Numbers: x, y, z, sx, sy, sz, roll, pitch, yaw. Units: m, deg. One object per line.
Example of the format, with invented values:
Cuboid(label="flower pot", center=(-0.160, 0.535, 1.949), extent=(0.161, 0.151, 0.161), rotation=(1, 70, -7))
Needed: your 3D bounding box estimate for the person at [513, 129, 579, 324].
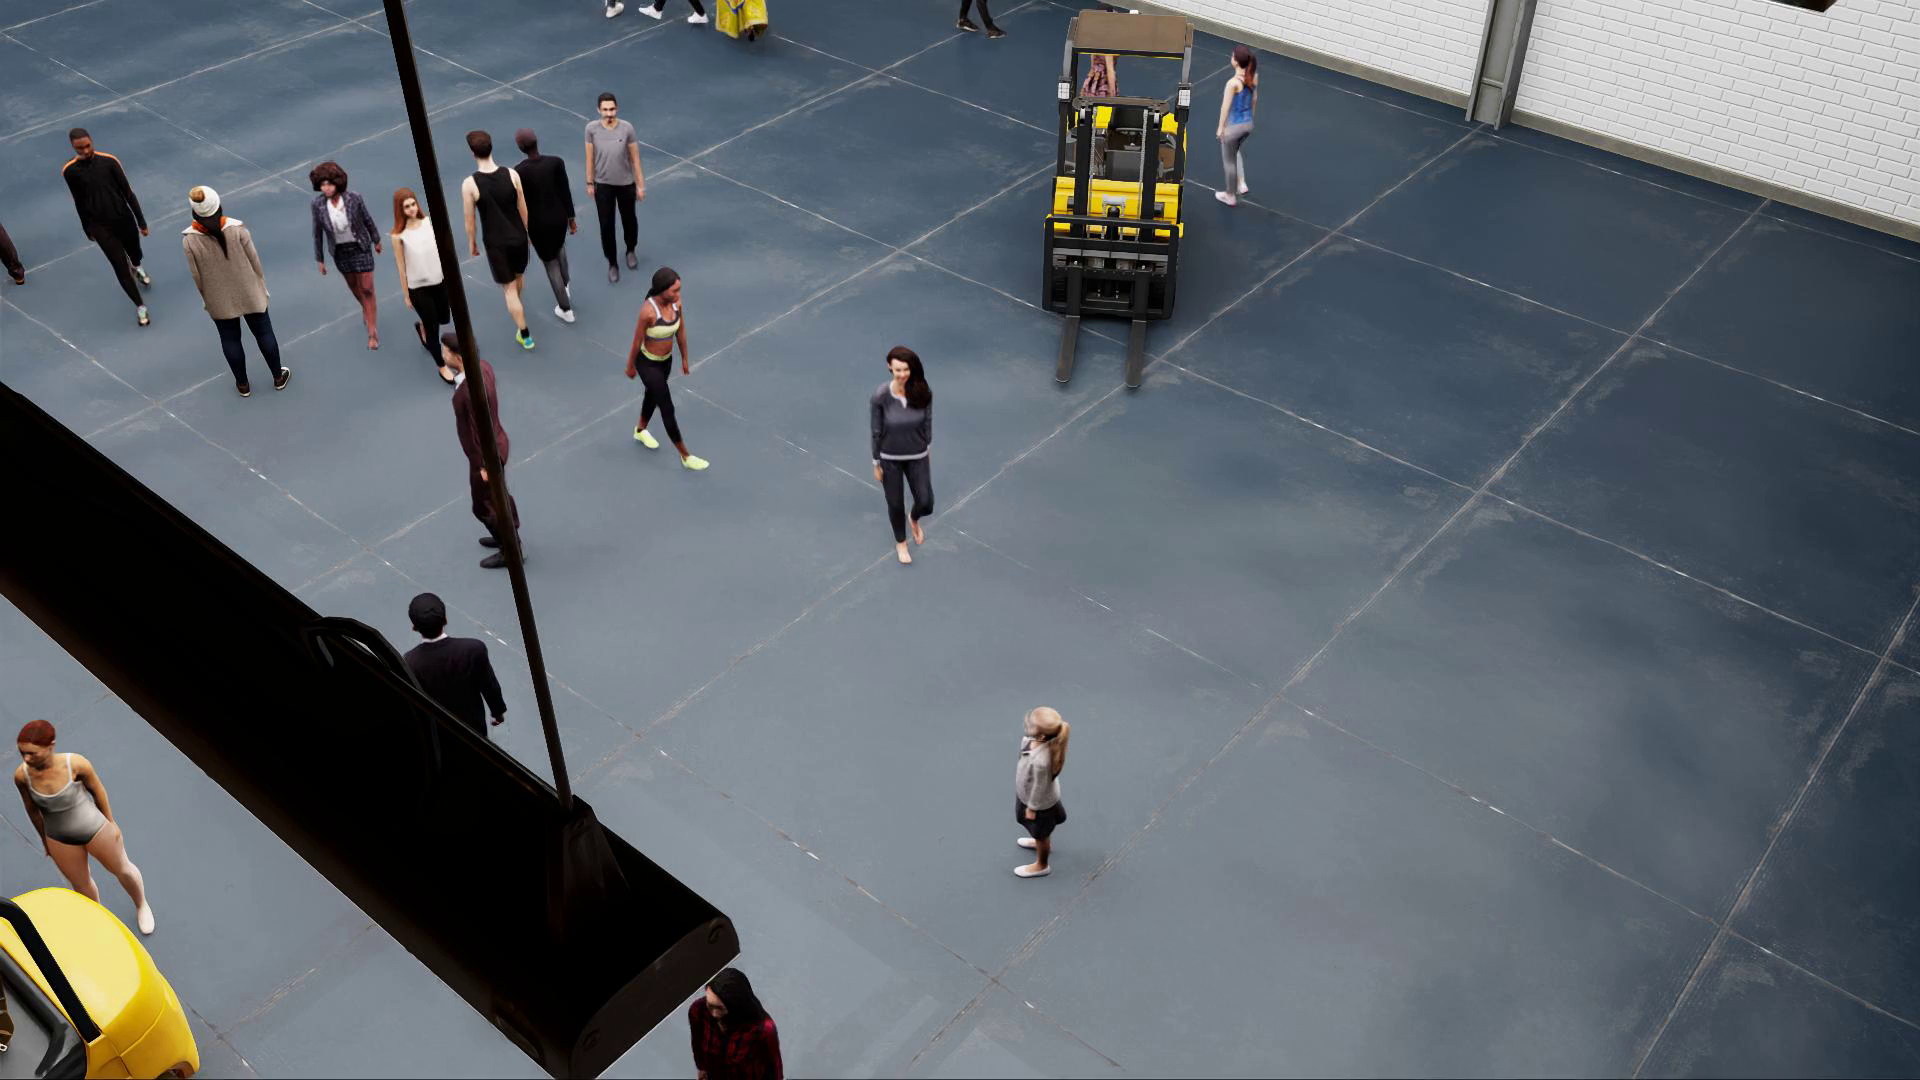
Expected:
Cuboid(label="person", center=(-3.544, -2.687, 14.419), extent=(0.762, 1.735, 0.957), rotation=(-26, 46, -29))

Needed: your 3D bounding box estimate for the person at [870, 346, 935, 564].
Cuboid(label="person", center=(-0.429, -0.636, 11.833), extent=(0.778, 1.757, 0.836), rotation=(-9, 39, -11))

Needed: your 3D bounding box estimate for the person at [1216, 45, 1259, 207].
Cuboid(label="person", center=(2.746, -3.991, 16.161), extent=(0.634, 1.599, 0.661), rotation=(-26, 45, -29))

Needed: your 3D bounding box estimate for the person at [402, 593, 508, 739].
Cuboid(label="person", center=(-2.891, 1.127, 9.533), extent=(0.822, 1.873, 0.771), rotation=(-17, 42, -21))

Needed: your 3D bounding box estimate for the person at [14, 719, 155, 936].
Cuboid(label="person", center=(-4.835, 1.592, 9.135), extent=(0.614, 1.642, 0.638), rotation=(-11, 40, -13))

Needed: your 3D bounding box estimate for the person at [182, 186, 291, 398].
Cuboid(label="person", center=(-5.902, -2.035, 13.478), extent=(0.804, 1.890, 0.829), rotation=(-13, 40, -16))

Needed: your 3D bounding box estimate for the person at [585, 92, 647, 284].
Cuboid(label="person", center=(-3.154, -3.295, 15.174), extent=(0.921, 1.742, 0.991), rotation=(-7, 39, -9))

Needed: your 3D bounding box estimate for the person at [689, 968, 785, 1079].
Cuboid(label="person", center=(-1.035, 2.489, 8.017), extent=(0.907, 1.636, 0.838), rotation=(9, 40, 11))

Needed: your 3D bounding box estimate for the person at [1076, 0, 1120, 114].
Cuboid(label="person", center=(1.423, -4.504, 16.662), extent=(0.848, 1.775, 0.764), rotation=(-14, 41, -16))

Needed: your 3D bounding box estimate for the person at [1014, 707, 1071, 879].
Cuboid(label="person", center=(0.465, 1.441, 9.618), extent=(0.641, 1.275, 0.598), rotation=(6, 39, 7))

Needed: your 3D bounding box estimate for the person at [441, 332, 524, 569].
Cuboid(label="person", center=(-3.338, -0.647, 11.763), extent=(0.865, 1.861, 0.792), rotation=(-5, 39, -6))

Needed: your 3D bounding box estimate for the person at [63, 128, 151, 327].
Cuboid(label="person", center=(-7.420, -2.811, 14.538), extent=(0.929, 1.779, 1.223), rotation=(-20, 43, -23))

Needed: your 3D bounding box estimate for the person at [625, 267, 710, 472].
Cuboid(label="person", center=(-2.403, -1.357, 12.793), extent=(1.087, 1.686, 0.640), rotation=(26, 45, 29))

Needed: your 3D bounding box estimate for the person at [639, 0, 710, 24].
Cuboid(label="person", center=(-3.354, -6.956, 19.746), extent=(1.244, 1.758, 1.039), rotation=(9, 39, 11))

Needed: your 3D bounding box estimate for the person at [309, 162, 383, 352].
Cuboid(label="person", center=(-5.202, -2.489, 14.237), extent=(1.055, 1.653, 1.146), rotation=(-6, 39, -7))

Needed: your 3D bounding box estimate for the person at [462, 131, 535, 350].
Cuboid(label="person", center=(-3.833, -2.484, 14.081), extent=(0.956, 1.840, 1.217), rotation=(-17, 42, -20))

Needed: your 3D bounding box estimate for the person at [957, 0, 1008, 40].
Cuboid(label="person", center=(0.116, -6.881, 19.597), extent=(1.043, 1.827, 0.712), rotation=(25, 45, 28))

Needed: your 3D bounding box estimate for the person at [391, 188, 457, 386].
Cuboid(label="person", center=(-4.462, -2.136, 13.752), extent=(0.951, 1.706, 0.591), rotation=(31, 48, 32))

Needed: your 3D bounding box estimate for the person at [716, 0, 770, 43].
Cuboid(label="person", center=(-2.558, -6.562, 19.350), extent=(1.025, 1.636, 1.136), rotation=(-11, 40, -13))
